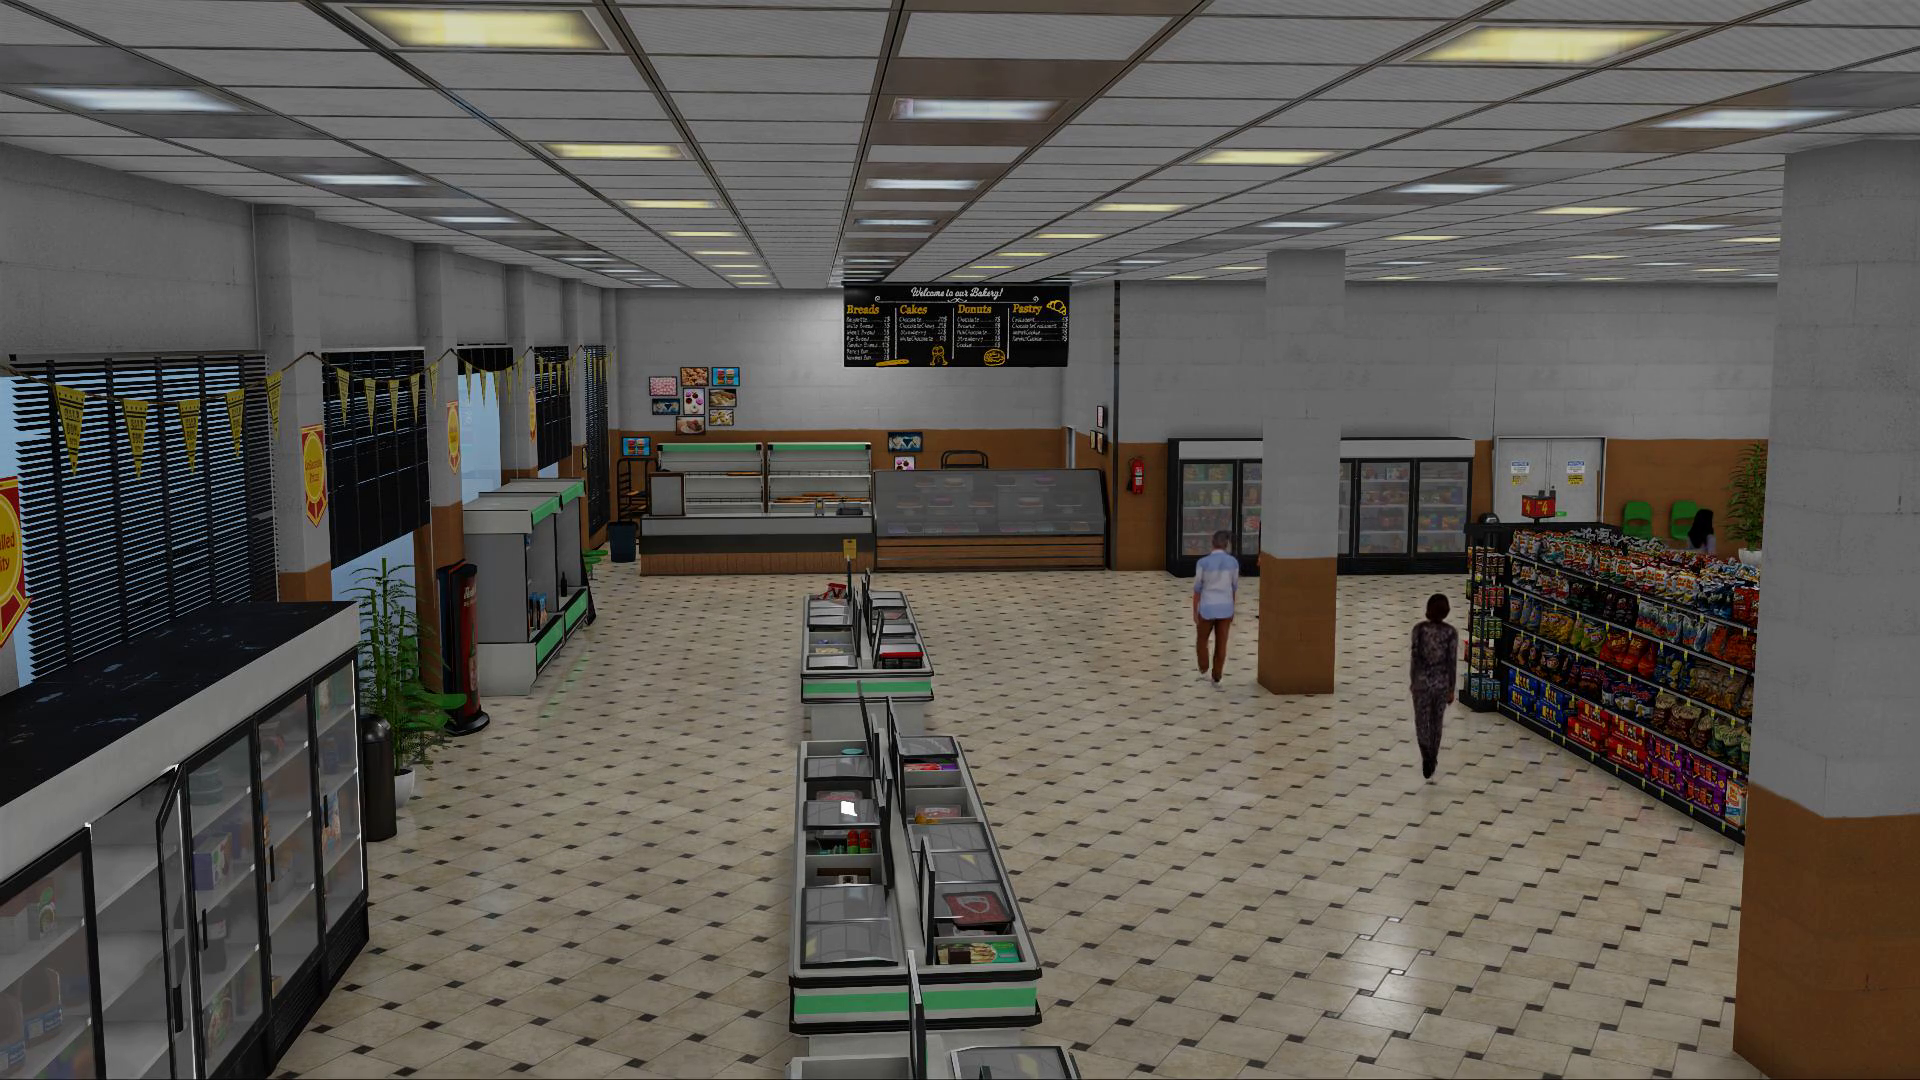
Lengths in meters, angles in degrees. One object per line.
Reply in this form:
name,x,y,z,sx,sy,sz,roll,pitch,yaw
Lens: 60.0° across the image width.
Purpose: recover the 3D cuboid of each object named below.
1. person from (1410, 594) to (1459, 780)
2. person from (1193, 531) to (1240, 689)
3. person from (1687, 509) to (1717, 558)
person,4.278,1.354,15.081,0.746,1.693,1.099,1,7,11
person,2.971,0.815,19.113,0.704,1.796,0.666,0,7,-3
person,9.901,0.451,22.427,0.774,1.724,0.656,-3,8,-24
